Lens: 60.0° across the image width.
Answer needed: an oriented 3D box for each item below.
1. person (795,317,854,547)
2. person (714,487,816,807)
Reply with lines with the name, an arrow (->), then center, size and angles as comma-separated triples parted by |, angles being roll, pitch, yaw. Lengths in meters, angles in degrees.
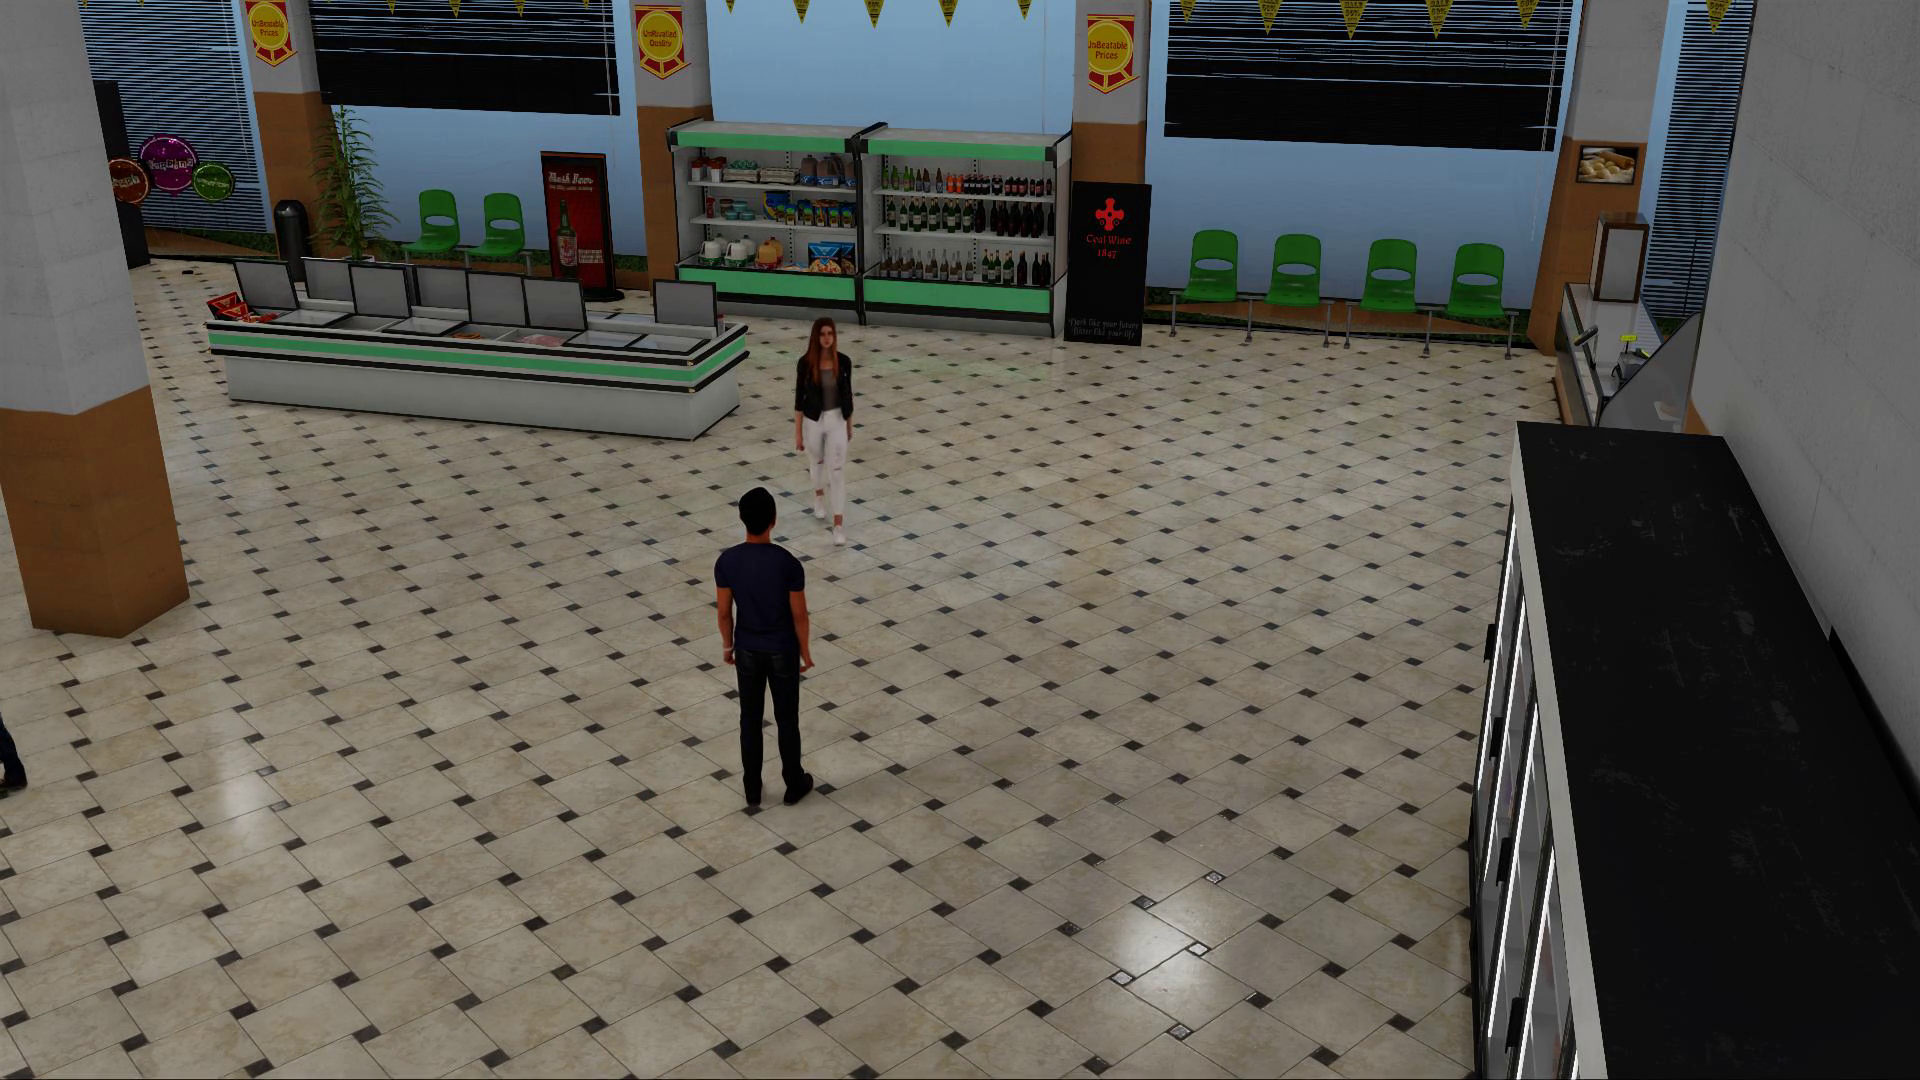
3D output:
person -> -1.036, -0.858, 12.565 | 1.148, 1.662, 0.953 | -3, 22, -7
person -> -1.033, 0.580, 8.810 | 0.528, 1.793, 0.747 | 2, 22, 4
